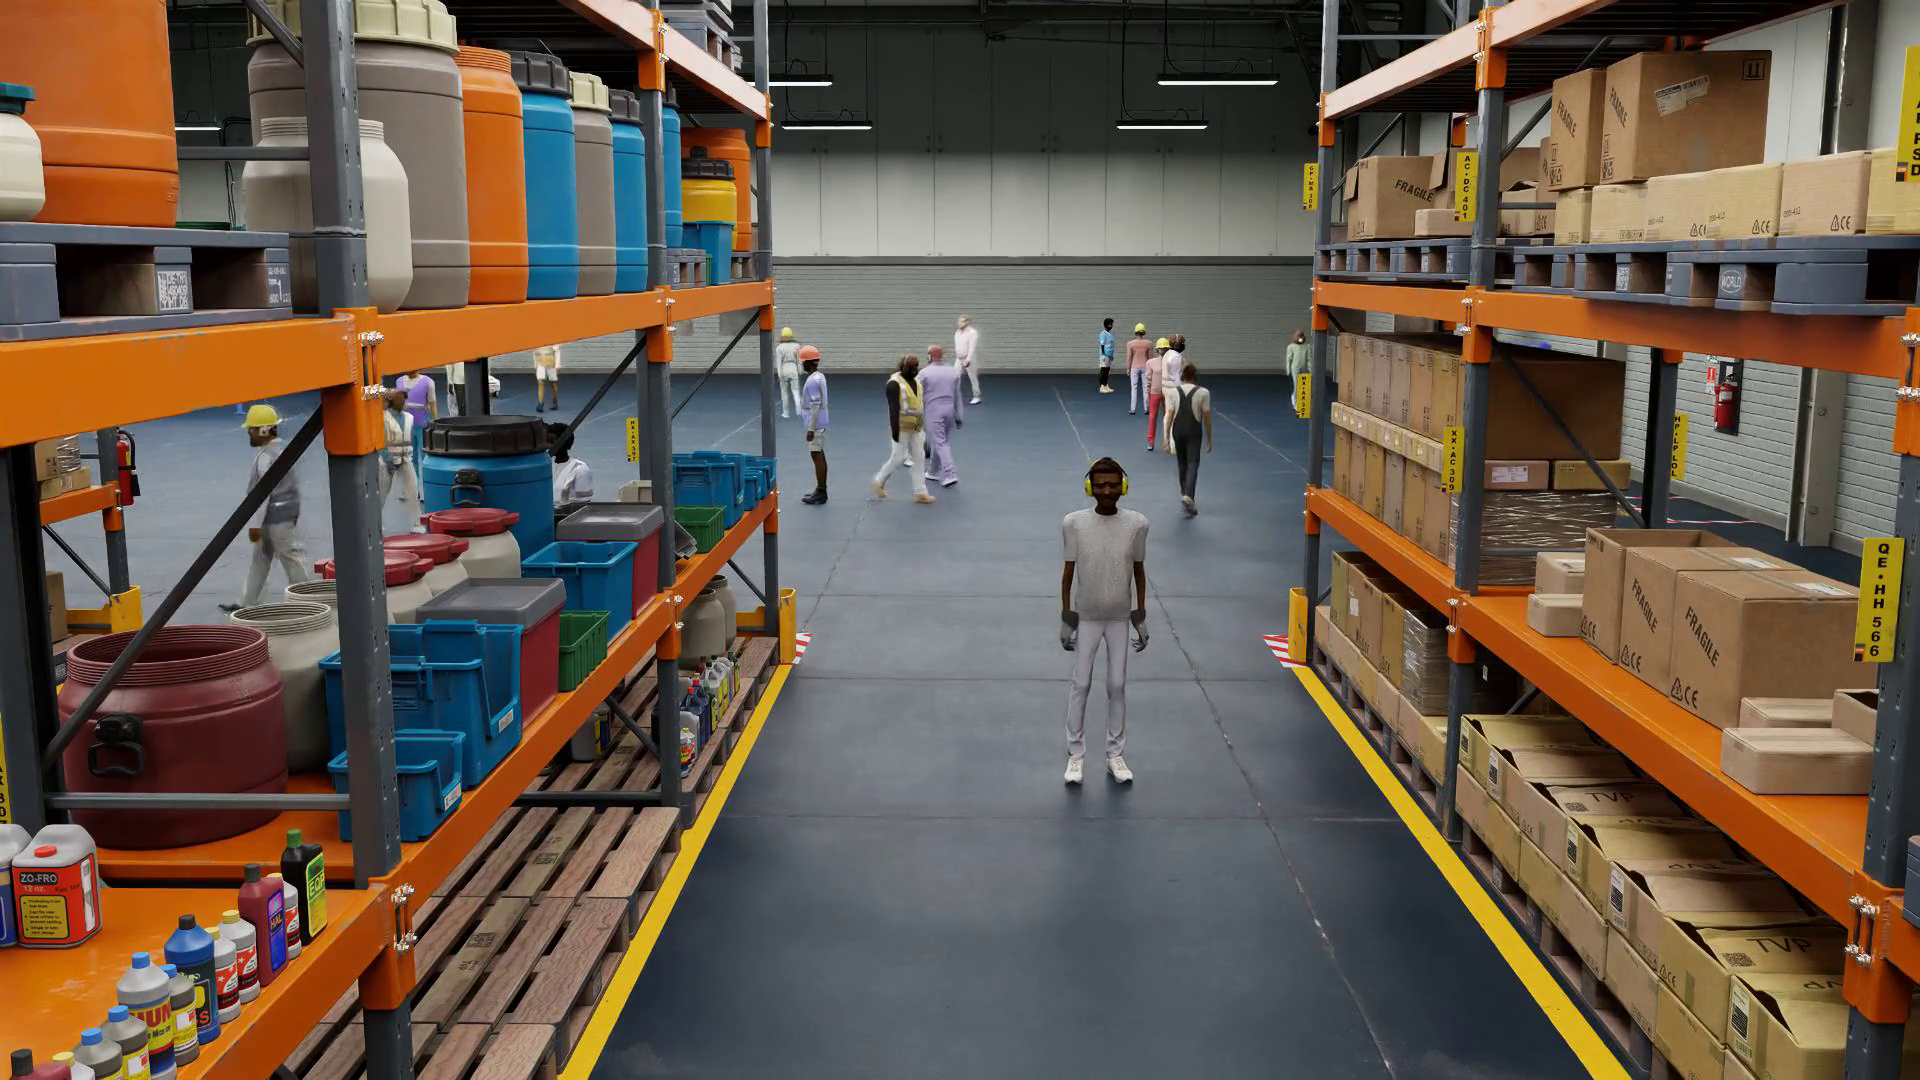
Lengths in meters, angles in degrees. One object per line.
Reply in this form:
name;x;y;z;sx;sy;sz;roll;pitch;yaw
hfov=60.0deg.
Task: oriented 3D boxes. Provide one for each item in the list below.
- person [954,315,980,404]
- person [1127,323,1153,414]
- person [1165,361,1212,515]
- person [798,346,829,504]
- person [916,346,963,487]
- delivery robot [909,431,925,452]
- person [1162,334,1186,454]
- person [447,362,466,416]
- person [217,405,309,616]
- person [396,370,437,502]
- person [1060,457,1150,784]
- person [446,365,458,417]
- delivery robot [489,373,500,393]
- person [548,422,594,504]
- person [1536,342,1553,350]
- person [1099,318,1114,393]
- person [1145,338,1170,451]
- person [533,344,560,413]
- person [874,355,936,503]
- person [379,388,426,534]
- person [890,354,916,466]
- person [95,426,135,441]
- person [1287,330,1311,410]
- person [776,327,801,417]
person;0.073;-3.734;34.579;0.636;1.851;1.014;8;12;39
person;3.508;-3.338;32.454;0.527;1.772;0.305;0;9;-2
person;2.694;-1.216;19.732;0.532;1.790;1.021;3;10;20
person;-1.811;-1.425;20.498;0.376;1.934;0.547;1;10;5
person;-0.279;-1.653;22.156;0.660;1.857;1.007;-6;11;-34
delivery robot;-0.728;-1.593;25.473;0.477;0.478;0.707;-1;10;-7
person;3.352;-2.265;25.810;0.429;1.844;0.625;-2;10;-10
person;-8.201;-2.632;27.633;0.617;1.976;0.563;-3;10;-18
person;-5.706;-0.196;13.533;0.861;1.791;0.629;-3;10;-15
person;-6.719;-1.397;20.606;0.569;1.840;0.374;4;10;23
person;0.824;0.452;9.448;0.514;1.872;0.332;-1;10;-4
person;-8.400;-2.665;28.019;0.770;1.917;0.625;-6;11;-34
delivery robot;-10.358;-3.431;36.488;0.477;0.478;0.707;-6;11;-32
person;-3.149;-0.089;13.207;0.540;1.696;0.315;5;11;26
person;7.701;-1.684;22.174;0.994;1.895;0.630;2;10;15
person;3.334;-4.188;37.774;0.319;1.693;0.532;5;11;27
person;3.176;-2.295;26.208;0.533;1.770;0.310;0;9;1
person;-8.219;-3.499;33.079;0.561;1.889;0.986;0;9;3
person;-0.680;-1.378;20.547;0.747;1.822;0.647;8;12;38
person;-6.173;-0.865;18.147;0.859;1.600;0.506;7;12;35
person;-0.811;-1.913;24.339;0.530;1.622;0.580;-5;11;-28
person;-14.007;-2.414;27.453;0.890;1.583;0.521;2;10;13
person;6.789;-3.417;33.386;0.510;1.613;0.608;-2;10;-14
person;-3.249;-3.188;31.649;0.487;1.725;0.566;-4;10;-20
